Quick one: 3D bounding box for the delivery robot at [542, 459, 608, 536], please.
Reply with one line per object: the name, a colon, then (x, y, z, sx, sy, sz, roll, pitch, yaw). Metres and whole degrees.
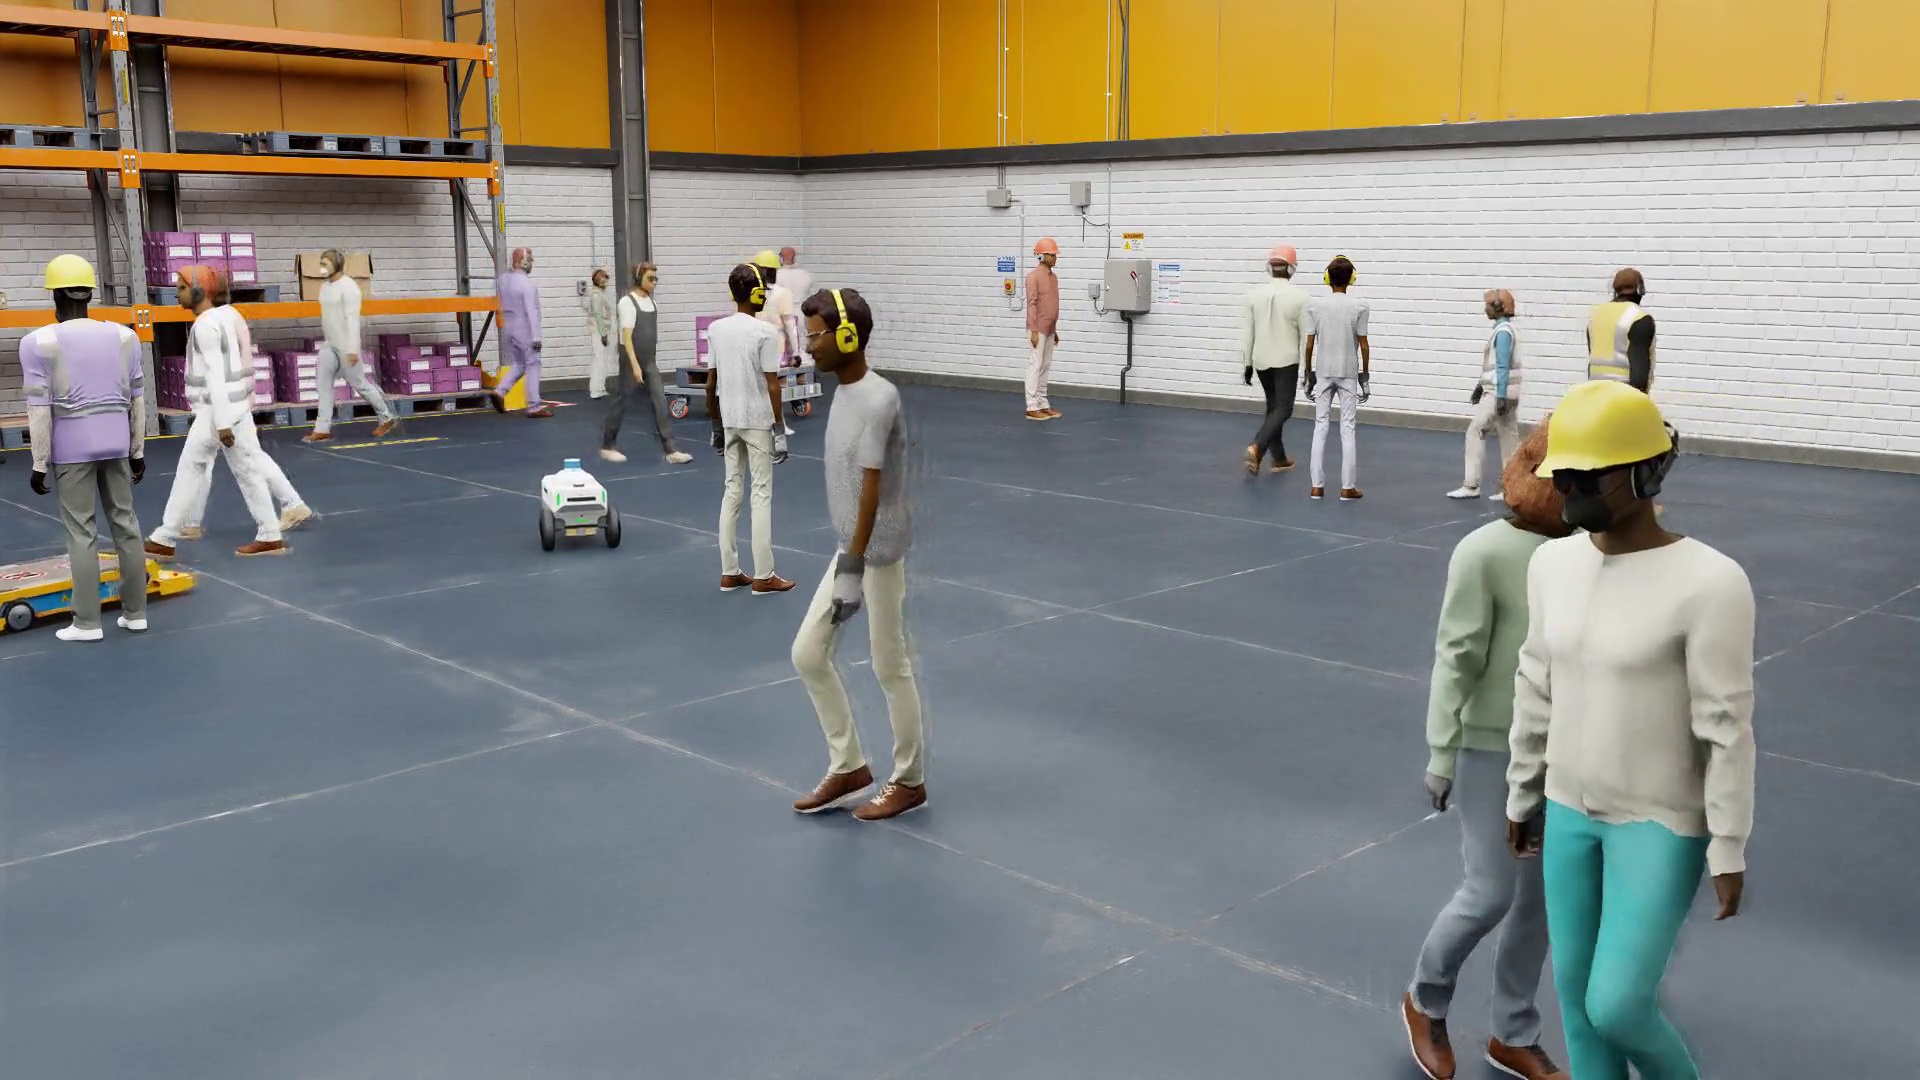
delivery robot: (-2.535, -0.289, 10.917, 0.477, 0.478, 0.707, -4, 11, -20)

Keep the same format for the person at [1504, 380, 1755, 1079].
person: (1.295, 0.554, 3.312, 0.369, 1.744, 0.542, -5, 12, -27)

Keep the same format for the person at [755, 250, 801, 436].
person: (-1.917, -1.900, 16.364, 0.596, 1.883, 0.994, 6, 12, 29)

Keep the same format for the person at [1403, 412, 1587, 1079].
person: (1.341, 0.507, 3.903, 0.536, 1.622, 0.348, -5, 11, -25)

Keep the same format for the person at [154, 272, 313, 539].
person: (-4.898, -0.907, 11.154, 0.955, 1.806, 0.616, -2, 11, -9)

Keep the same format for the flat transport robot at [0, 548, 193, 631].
flat transport robot: (-4.948, 0.268, 8.914, 0.652, 0.197, 1.431, 5, 12, 26)

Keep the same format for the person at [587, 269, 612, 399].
person: (-4.476, -2.569, 20.732, 0.326, 1.612, 0.617, -1, 10, -5)

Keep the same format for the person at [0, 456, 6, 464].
person: (-8.744, -1.606, 14.571, 0.551, 1.942, 0.345, 3, 11, 16)

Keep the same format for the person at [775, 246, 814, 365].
person: (-2.117, -2.741, 20.894, 0.659, 1.888, 0.681, -7, 12, -32)

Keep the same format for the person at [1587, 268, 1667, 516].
person: (4.666, -1.043, 11.903, 0.856, 1.804, 0.641, -3, 11, -14)

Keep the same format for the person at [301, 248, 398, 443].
person: (-6.058, -1.922, 16.422, 0.639, 1.901, 0.976, 9, 13, 39)

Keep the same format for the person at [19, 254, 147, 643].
person: (-4.354, -0.449, 8.300, 0.367, 1.927, 0.587, 7, 12, 33)

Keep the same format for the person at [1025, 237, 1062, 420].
person: (0.926, -2.325, 18.347, 0.384, 1.996, 0.610, 6, 12, 29)

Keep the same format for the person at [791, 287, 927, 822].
person: (-0.355, 0.075, 5.673, 0.582, 1.837, 0.540, -5, 12, -27)

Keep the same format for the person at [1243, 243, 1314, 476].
person: (2.638, -1.505, 13.966, 0.619, 1.960, 0.920, 9, 14, 40)

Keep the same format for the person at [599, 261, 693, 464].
person: (-2.851, -1.558, 14.736, 0.933, 1.801, 0.516, 6, 12, 30)

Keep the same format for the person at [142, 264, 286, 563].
person: (-4.727, -0.776, 10.337, 0.967, 1.834, 0.584, -2, 11, -11)

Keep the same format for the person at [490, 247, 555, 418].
person: (-4.839, -2.275, 18.340, 0.597, 1.892, 0.666, -10, 15, -44)

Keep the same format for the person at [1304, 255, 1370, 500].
person: (2.892, -1.238, 12.750, 0.513, 1.877, 0.328, 5, 11, 23)

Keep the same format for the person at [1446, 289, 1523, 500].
person: (4.027, -1.096, 12.683, 0.681, 1.615, 0.514, 5, 11, 24)

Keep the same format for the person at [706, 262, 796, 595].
person: (-1.195, -0.625, 9.421, 0.532, 1.868, 0.310, 6, 12, 31)
